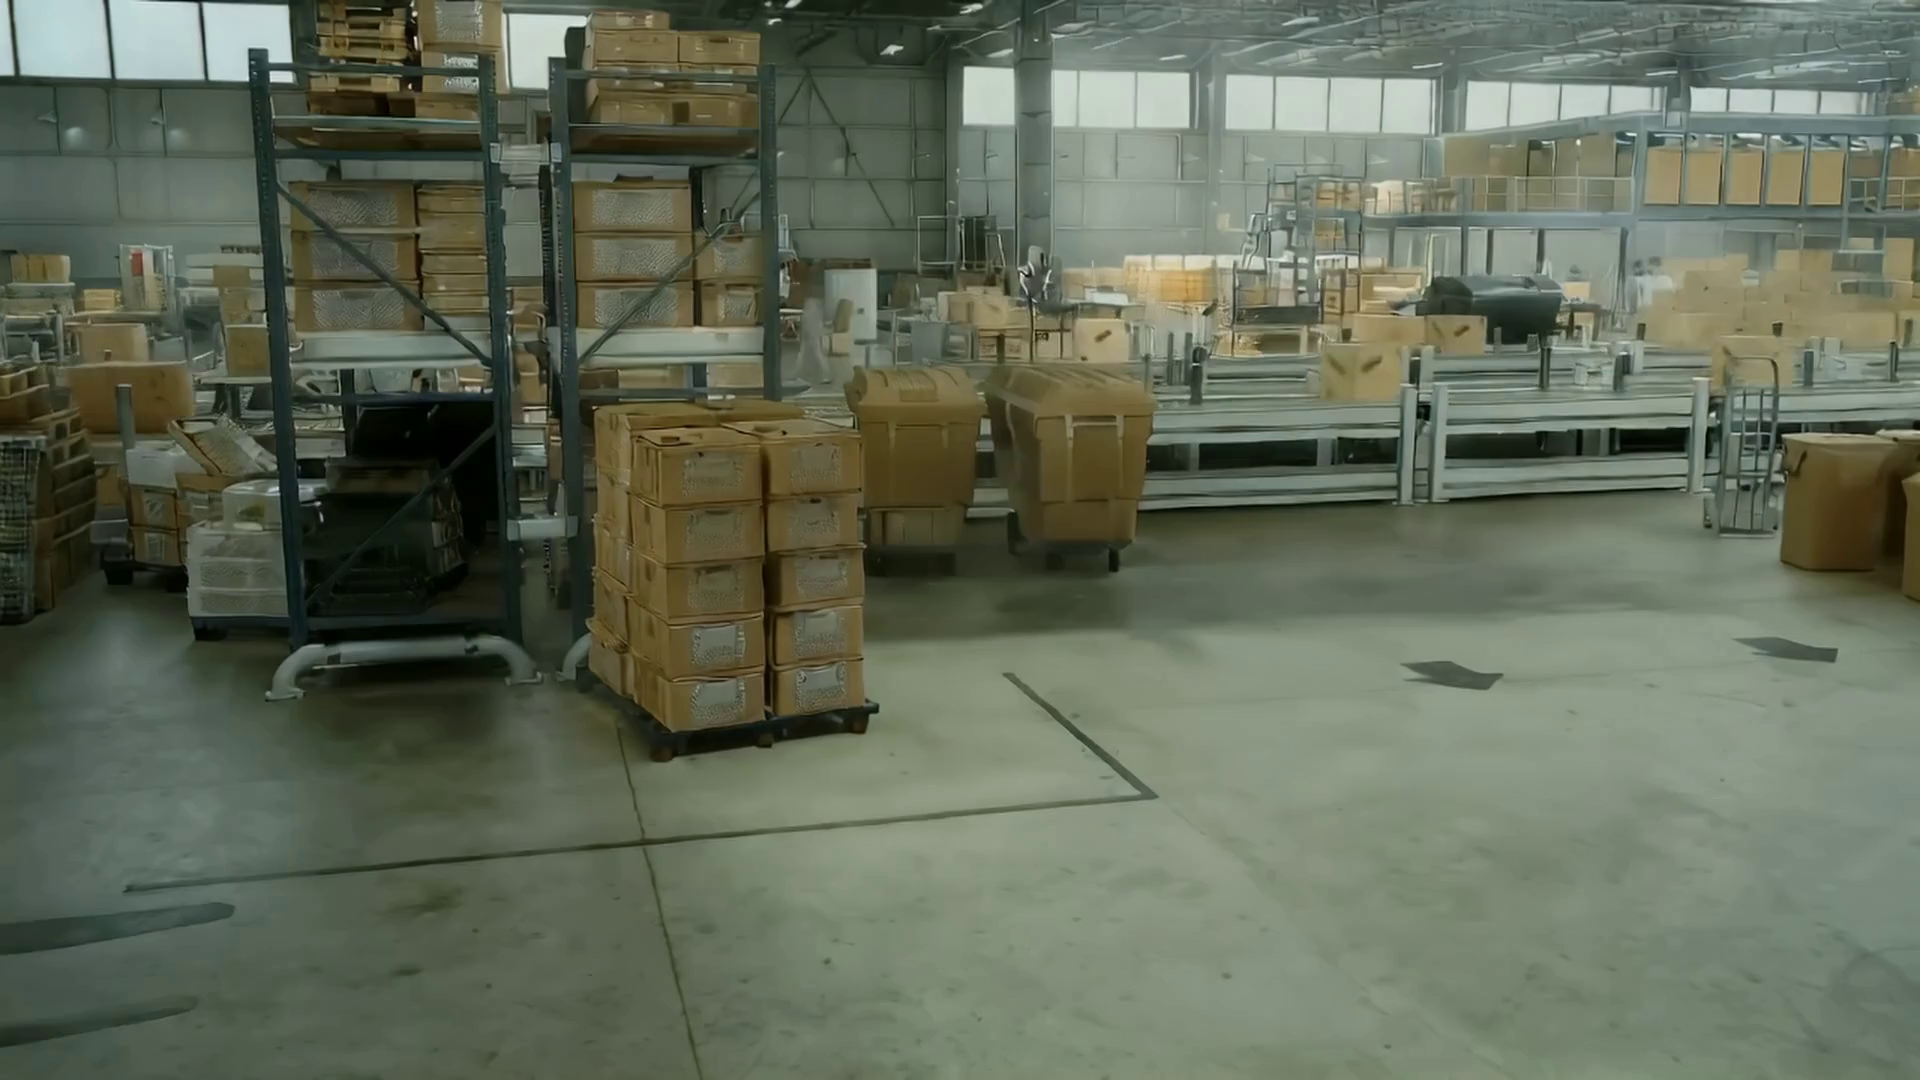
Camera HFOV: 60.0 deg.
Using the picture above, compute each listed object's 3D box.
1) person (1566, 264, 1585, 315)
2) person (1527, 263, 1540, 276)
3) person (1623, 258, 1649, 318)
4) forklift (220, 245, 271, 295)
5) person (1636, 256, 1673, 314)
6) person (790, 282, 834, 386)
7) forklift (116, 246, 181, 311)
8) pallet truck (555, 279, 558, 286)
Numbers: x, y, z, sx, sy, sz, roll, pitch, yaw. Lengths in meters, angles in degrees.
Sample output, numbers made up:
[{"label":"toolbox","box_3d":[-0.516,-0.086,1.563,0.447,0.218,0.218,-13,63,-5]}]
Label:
[{"label":"person","box_3d":[14.147,-5.457,38.142,0.496,1.719,0.788,-2,10,-14]},{"label":"person","box_3d":[11.913,-4.957,35.138,0.622,1.794,0.713,-2,10,-12]},{"label":"person","box_3d":[12.994,-4.439,31.850,0.571,1.908,0.584,1,10,5]},{"label":"forklift","box_3d":[-17.749,-6.334,41.440,1.157,1.987,2.680,-3,10,-17]},{"label":"person","box_3d":[12.422,-4.093,29.769,0.611,1.959,0.994,4,11,24]},{"label":"person","box_3d":[-2.320,-3.148,25.442,0.859,1.586,0.501,1,10,7]},{"label":"forklift","box_3d":[-19.966,-6.232,40.894,1.157,1.987,2.680,-3,10,-15]},{"label":"pallet truck","box_3d":[-10.604,-6.375,44.520,0.653,1.274,1.630,-3,10,-15]}]
